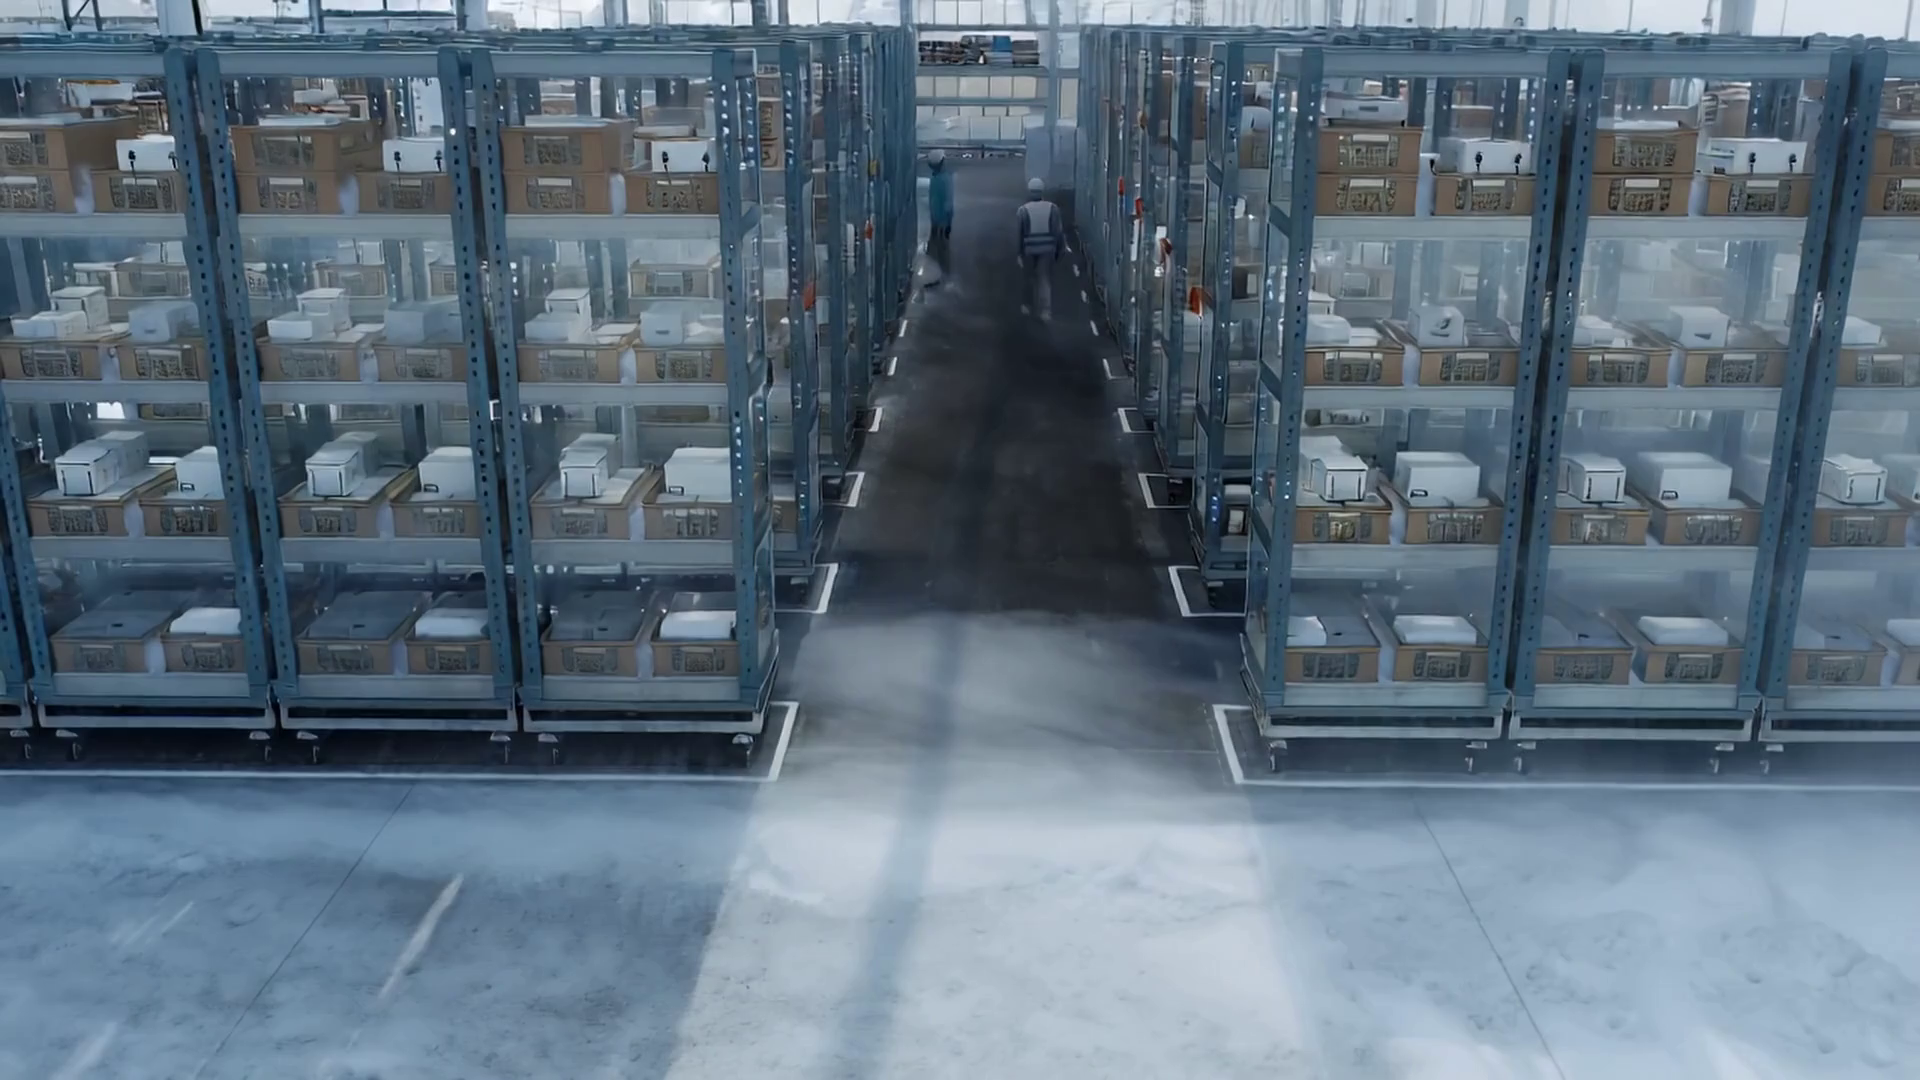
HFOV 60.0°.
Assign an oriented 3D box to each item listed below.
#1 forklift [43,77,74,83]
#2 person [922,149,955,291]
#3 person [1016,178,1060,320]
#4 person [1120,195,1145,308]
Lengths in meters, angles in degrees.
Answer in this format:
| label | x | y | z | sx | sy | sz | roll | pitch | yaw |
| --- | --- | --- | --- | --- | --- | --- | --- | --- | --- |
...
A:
| label | x | y | z | sx | sy | sz | roll | pitch | yaw |
| --- | --- | --- | --- | --- | --- | --- | --- | --- | --- |
| forklift | -24.407 | -11.803 | 45.253 | 1.129 | 2.768 | 1.873 | -4 | 18 | -12 |
| person | -0.275 | -4.529 | 23.560 | 0.472 | 1.980 | 0.646 | -7 | 19 | -22 |
| person | 1.002 | -3.746 | 21.394 | 0.588 | 1.786 | 0.941 | -2 | 18 | -6 |
| person | 2.267 | -3.857 | 21.675 | 0.547 | 1.819 | 0.583 | -5 | 18 | -14 |
